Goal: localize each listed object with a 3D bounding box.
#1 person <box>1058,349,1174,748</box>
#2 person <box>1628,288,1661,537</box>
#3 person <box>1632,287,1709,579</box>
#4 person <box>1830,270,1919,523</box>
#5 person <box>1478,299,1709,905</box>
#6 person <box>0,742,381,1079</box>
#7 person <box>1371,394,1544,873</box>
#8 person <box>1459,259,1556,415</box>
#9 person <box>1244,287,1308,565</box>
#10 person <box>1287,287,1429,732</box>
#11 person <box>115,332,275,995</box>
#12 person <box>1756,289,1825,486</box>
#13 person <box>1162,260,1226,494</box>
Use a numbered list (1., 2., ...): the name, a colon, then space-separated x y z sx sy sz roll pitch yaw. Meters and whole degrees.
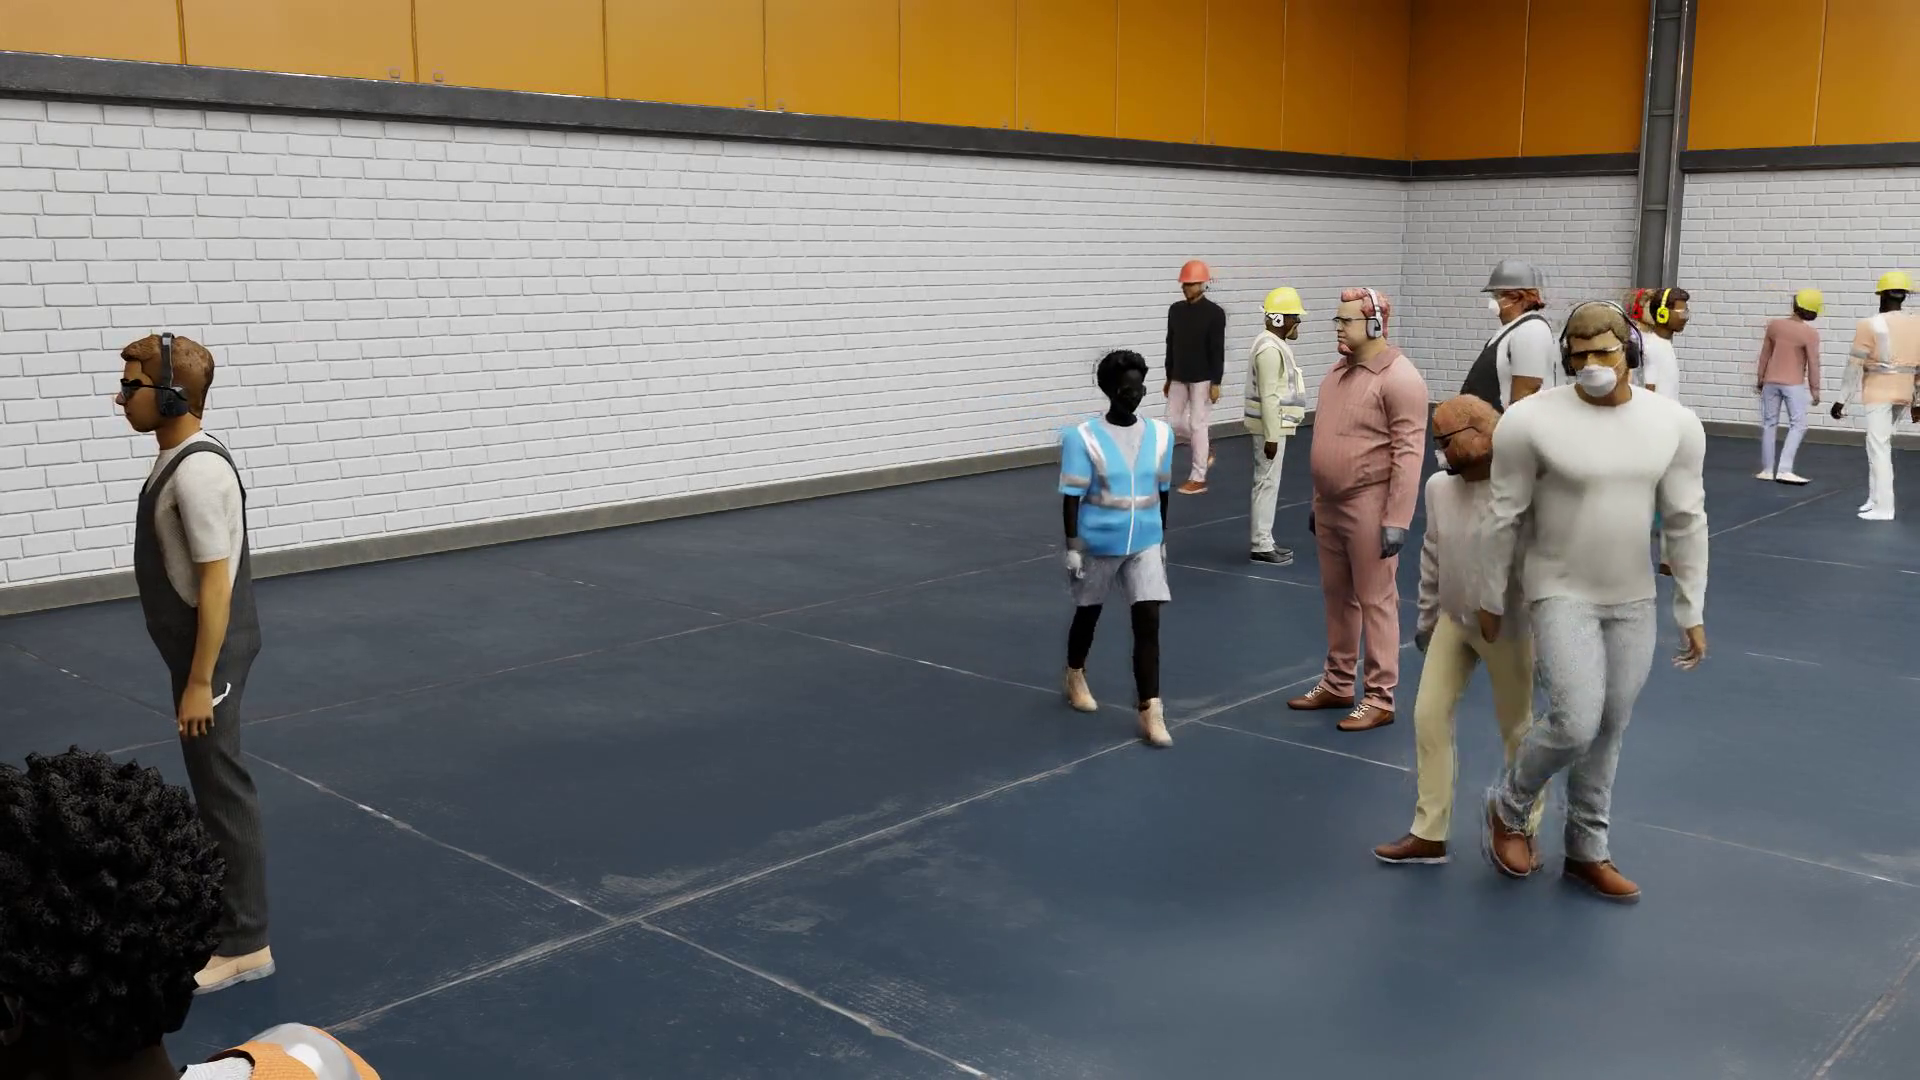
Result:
1. person: 0.663 0.003 7.164 0.542 1.655 0.861 -3 10 -16
2. person: 4.830 -0.913 12.007 0.584 1.805 0.991 -9 13 -41
3. person: 4.306 -0.675 10.515 0.827 1.844 0.521 8 13 39
4. person: 7.022 -1.096 12.721 0.605 1.899 0.632 -3 10 -16
5. person: 1.990 0.213 5.219 0.599 1.920 0.508 -2 10 -11
6. person: -0.657 0.998 1.400 0.320 1.694 0.531 3 11 19
7. person: 1.718 0.324 5.502 0.608 1.593 0.639 -6 12 -33
8. person: 3.282 -0.661 9.844 0.672 2.000 0.692 1 10 8
9. person: 2.070 -0.746 10.949 0.403 1.827 0.589 2 10 11
10. person: 1.714 -0.135 7.233 0.409 1.907 0.651 -4 11 -22
11. person: -2.148 0.345 4.673 0.345 1.847 0.504 -5 11 -28
12. person: 7.285 -1.341 14.641 0.370 1.719 0.666 -6 11 -29
13. person: 1.999 -1.378 14.107 0.507 1.974 0.638 -8 13 -40
